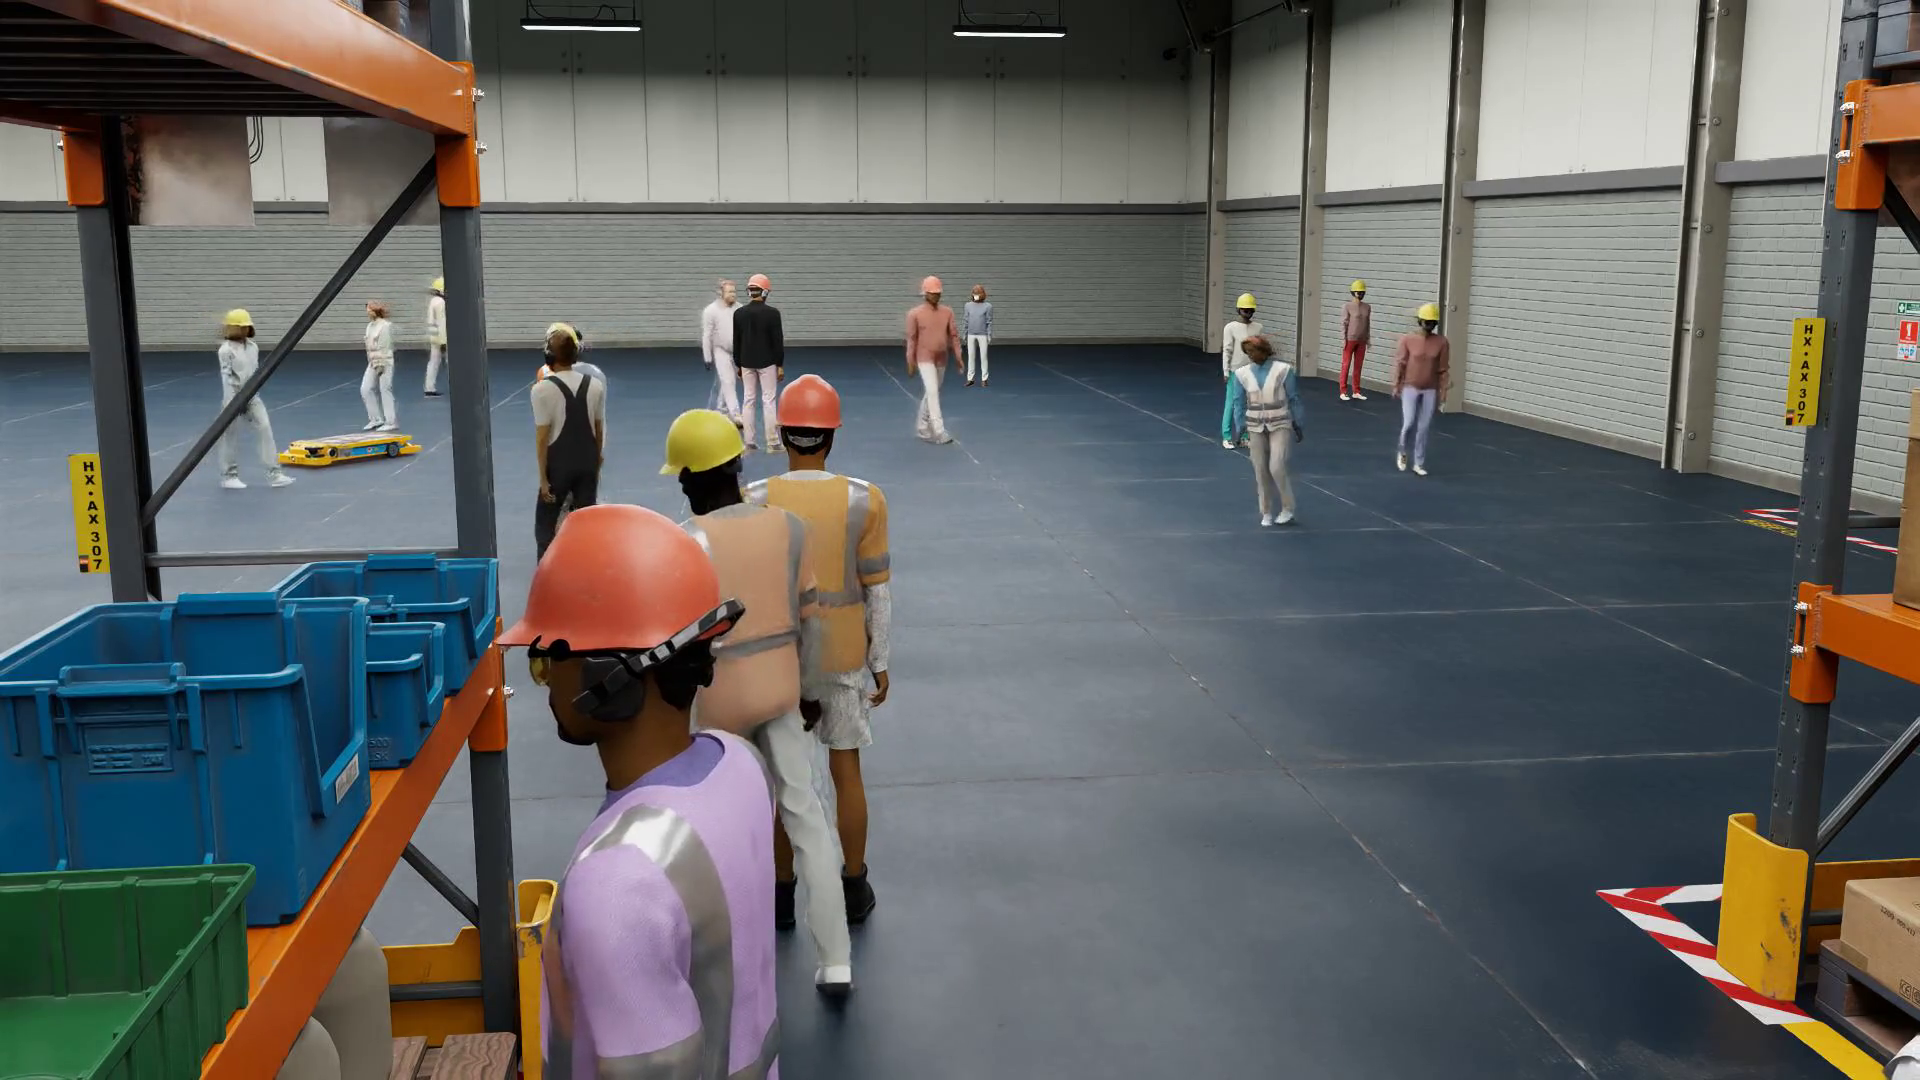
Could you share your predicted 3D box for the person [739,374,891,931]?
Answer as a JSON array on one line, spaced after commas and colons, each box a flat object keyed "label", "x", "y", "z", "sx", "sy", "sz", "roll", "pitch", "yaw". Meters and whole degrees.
[{"label": "person", "x": -0.517, "y": 0.396, "z": 5.785, "sx": 0.551, "sy": 1.936, "sz": 0.356, "roll": -1, "pitch": 10, "yaw": -8}]

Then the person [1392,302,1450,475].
[{"label": "person", "x": 4.647, "y": -1.515, "z": 16.756, "sx": 0.554, "sy": 1.746, "sz": 0.405, "roll": 0, "pitch": 10, "yaw": -2}]

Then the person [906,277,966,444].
[{"label": "person", "x": -0.307, "y": -2.111, "z": 19.533, "sx": 0.622, "sy": 1.947, "sz": 1.018, "roll": -7, "pitch": 12, "yaw": -33}]

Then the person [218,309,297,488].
[{"label": "person", "x": -6.750, "y": -1.325, "z": 15.842, "sx": 0.815, "sy": 1.711, "sz": 0.503, "roll": 4, "pitch": 11, "yaw": 23}]

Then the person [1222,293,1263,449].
[{"label": "person", "x": 3.227, "y": -1.910, "z": 18.901, "sx": 0.532, "sy": 1.767, "sz": 0.328, "roll": -5, "pitch": 11, "yaw": -24}]

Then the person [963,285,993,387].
[{"label": "person", "x": 0.284, "y": -3.286, "z": 26.806, "sx": 0.499, "sy": 1.634, "sz": 0.289, "roll": 4, "pitch": 11, "yaw": 19}]

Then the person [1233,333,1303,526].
[{"label": "person", "x": 2.558, "y": -0.905, "z": 13.828, "sx": 0.582, "sy": 1.610, "sz": 0.357, "roll": 5, "pitch": 12, "yaw": 26}]

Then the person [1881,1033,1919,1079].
[{"label": "person", "x": 1.259, "y": 1.145, "z": 1.834, "sx": 0.576, "sy": 1.882, "sz": 0.355, "roll": -1, "pitch": 10, "yaw": -8}]

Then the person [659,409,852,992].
[{"label": "person", "x": -0.666, "y": 0.514, "z": 5.341, "sx": 0.648, "sy": 1.875, "sz": 0.978, "roll": -8, "pitch": 13, "yaw": -37}]

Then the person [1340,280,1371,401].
[{"label": "person", "x": 5.850, "y": -2.944, "z": 24.563, "sx": 0.523, "sy": 1.769, "sz": 0.313, "roll": -5, "pitch": 11, "yaw": -25}]

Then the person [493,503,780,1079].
[{"label": "person", "x": -0.450, "y": 0.960, "z": 2.405, "sx": 0.376, "sy": 2.042, "sz": 0.615, "roll": 1, "pitch": 10, "yaw": 5}]

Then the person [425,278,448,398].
[{"label": "person", "x": -7.645, "y": -3.024, "z": 24.928, "sx": 0.898, "sy": 1.785, "sz": 0.621, "roll": -6, "pitch": 12, "yaw": -31}]

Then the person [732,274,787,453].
[{"label": "person", "x": -2.230, "y": -1.960, "z": 18.557, "sx": 0.610, "sy": 1.991, "sz": 0.396, "roll": 4, "pitch": 11, "yaw": 21}]

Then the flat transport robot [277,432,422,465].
[{"label": "flat transport robot", "x": -6.621, "y": -1.003, "z": 18.024, "sx": 0.652, "sy": 0.197, "sz": 1.431, "roll": 6, "pitch": 12, "yaw": 30}]

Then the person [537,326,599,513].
[{"label": "person", "x": -3.185, "y": -0.899, "z": 13.597, "sx": 0.537, "sy": 1.681, "sz": 0.498, "roll": -4, "pitch": 11, "yaw": -19}]

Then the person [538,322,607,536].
[{"label": "person", "x": -2.693, "y": -0.626, "z": 11.740, "sx": 0.669, "sy": 1.811, "sz": 0.594, "roll": 9, "pitch": 13, "yaw": 40}]

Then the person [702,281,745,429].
[{"label": "person", "x": -2.883, "y": -2.332, "z": 20.998, "sx": 0.664, "sy": 1.849, "sz": 1.004, "roll": -8, "pitch": 13, "yaw": -38}]

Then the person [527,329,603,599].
[{"label": "person", "x": -2.539, "y": -0.437, "z": 10.698, "sx": 0.527, "sy": 1.816, "sz": 0.766, "roll": -8, "pitch": 13, "yaw": -37}]

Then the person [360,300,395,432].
[{"label": "person", "x": -7.227, "y": -2.140, "z": 20.543, "sx": 0.532, "sy": 1.624, "sz": 0.463, "roll": 10, "pitch": 14, "yaw": 42}]
